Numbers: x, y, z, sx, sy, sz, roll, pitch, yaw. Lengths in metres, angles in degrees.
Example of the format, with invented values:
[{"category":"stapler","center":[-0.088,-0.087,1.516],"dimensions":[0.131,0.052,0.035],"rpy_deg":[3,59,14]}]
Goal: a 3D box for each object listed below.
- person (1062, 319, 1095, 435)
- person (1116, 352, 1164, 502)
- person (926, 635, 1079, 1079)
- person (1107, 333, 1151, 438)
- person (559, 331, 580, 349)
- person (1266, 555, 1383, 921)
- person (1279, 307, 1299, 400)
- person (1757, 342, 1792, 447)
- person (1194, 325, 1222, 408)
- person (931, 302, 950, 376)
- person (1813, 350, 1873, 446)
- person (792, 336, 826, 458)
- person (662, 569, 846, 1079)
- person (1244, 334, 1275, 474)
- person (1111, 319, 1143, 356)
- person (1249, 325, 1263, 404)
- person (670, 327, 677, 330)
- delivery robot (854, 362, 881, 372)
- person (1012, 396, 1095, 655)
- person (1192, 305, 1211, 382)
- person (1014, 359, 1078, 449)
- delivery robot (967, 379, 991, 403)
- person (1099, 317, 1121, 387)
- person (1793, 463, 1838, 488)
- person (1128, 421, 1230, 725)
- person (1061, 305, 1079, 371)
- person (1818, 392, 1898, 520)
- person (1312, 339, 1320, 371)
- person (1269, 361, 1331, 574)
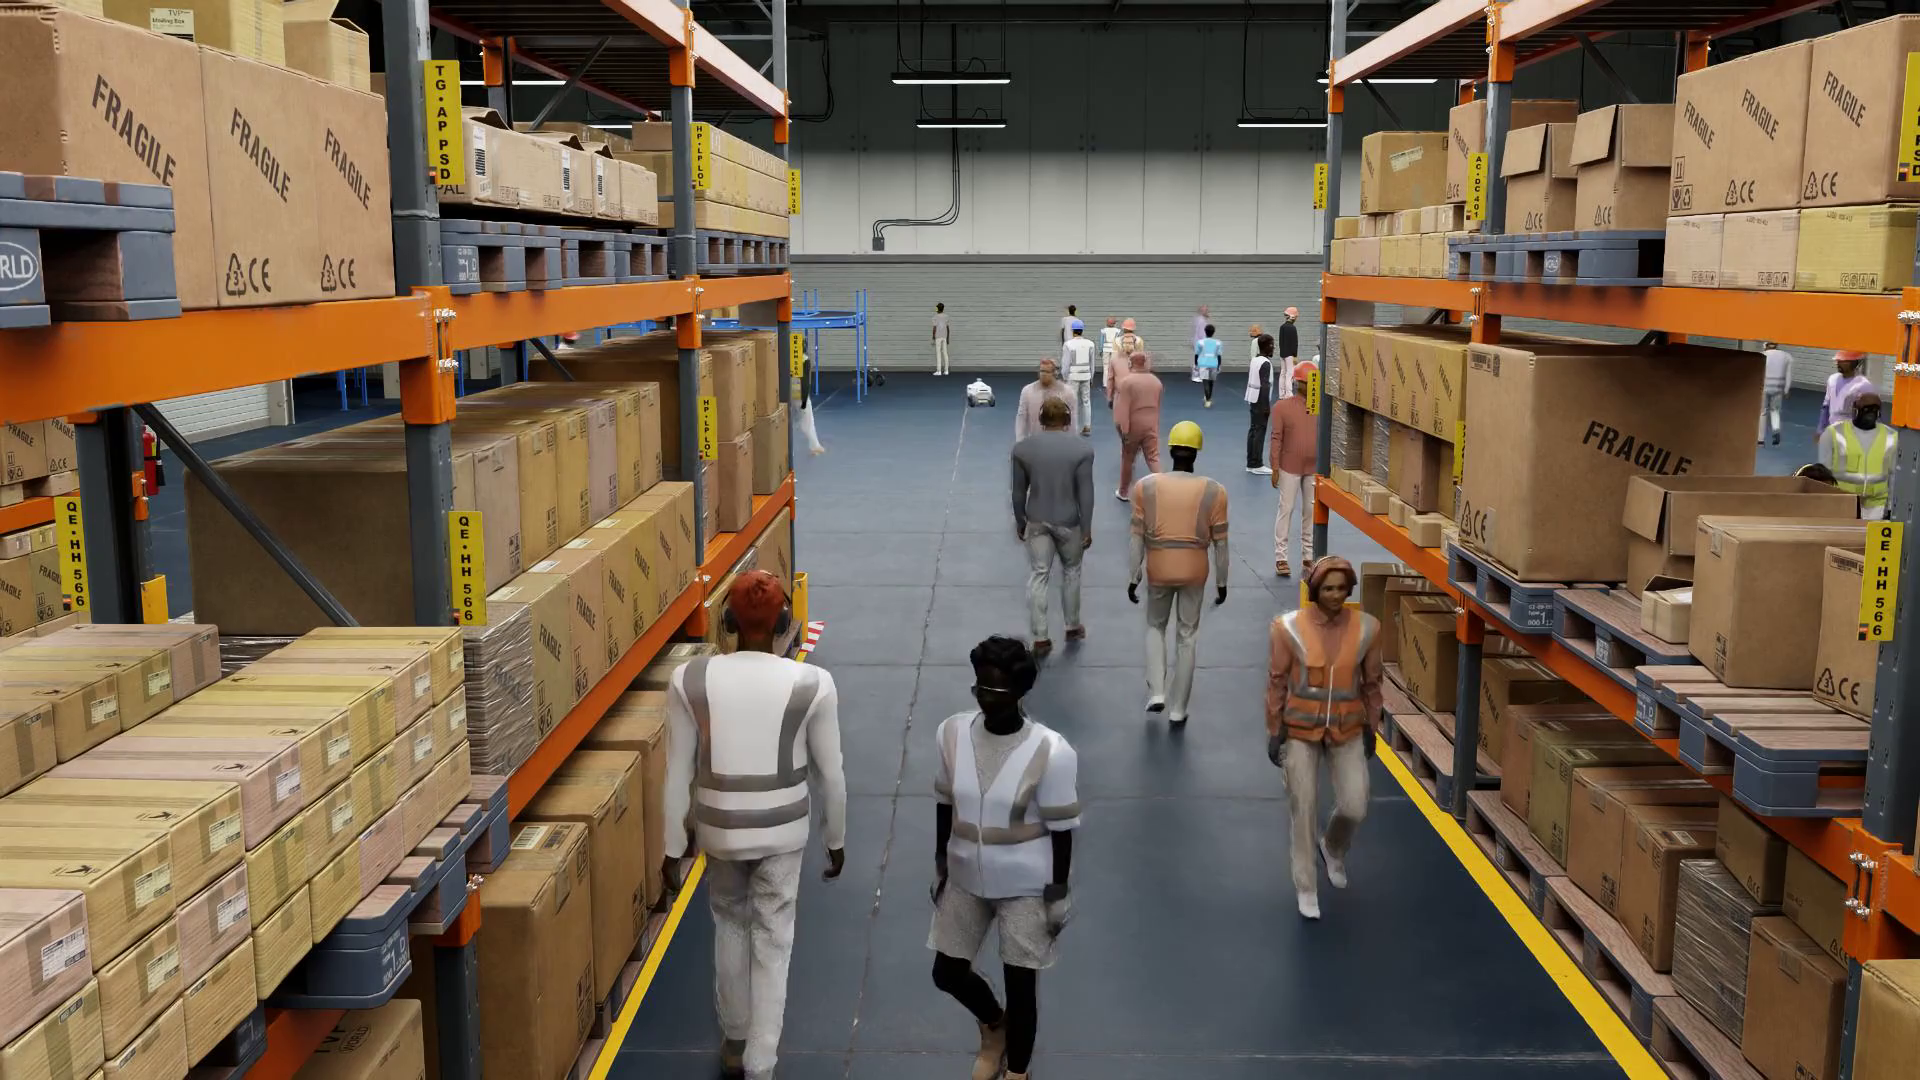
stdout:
[{"category":"person","center":[1.977,-2.726,27.952],"dimensions":[0.614,1.945,0.406],"rpy_deg":[-5,11,-27]},{"category":"person","center":[2.179,-1.335,19.999],"dimensions":[0.653,1.839,1.016],"rpy_deg":[-4,10,-25]},{"category":"person","center":[0.136,1.140,5.550],"dimensions":[0.550,1.685,0.369],"rpy_deg":[5,11,28]},{"category":"person","center":[2.488,-2.106,24.437],"dimensions":[0.649,1.889,0.693],"rpy_deg":[3,10,17]},{"category":"person","center":[-6.424,-2.578,27.277],"dimensions":[0.452,1.879,0.650],"rpy_deg":[-3,10,-15]},{"category":"person","center":[1.613,0.865,7.409],"dimensions":[0.528,1.630,0.392],"rpy_deg":[0,9,0]},{"category":"person","center":[6.784,-3.802,34.261],"dimensions":[0.379,1.994,0.611],"rpy_deg":[-3,10,-17]},{"category":"person","center":[12.721,-2.360,26.135],"dimensions":[0.614,1.820,0.466],"rpy_deg":[1,10,8]},{"category":"person","center":[4.971,-3.495,33.467],"dimensions":[0.537,1.636,0.906],"rpy_deg":[-1,10,-8]},{"category":"person","center":[-0.508,-5.188,42.934],"dimensions":[0.512,1.872,0.330],"rpy_deg":[-5,11,-29]},{"category":"person","center":[10.155,-1.246,18.934],"dimensions":[0.978,2.011,0.600],"rpy_deg":[-1,10,-6]},{"category":"person","center":[-2.384,-2.137,24.851],"dimensions":[0.641,1.801,0.868],"rpy_deg":[7,12,36]},{"category":"person","center":[-0.699,1.007,5.834],"dimensions":[0.620,1.859,0.757],"rpy_deg":[0,9,3]},{"category":"person","center":[4.148,-1.885,23.005],"dimensions":[0.393,1.919,0.590],"rpy_deg":[-1,10,-6]},{"category":"person","center":[2.953,-2.983,29.640],"dimensions":[0.570,1.896,0.911],"rpy_deg":[3,10,16]},{"category":"person","center":[6.089,-3.591,34.123],"dimensions":[0.316,1.622,0.514],"rpy_deg":[5,11,26]},{"category":"person","center":[-5.411,-3.246,31.312],"dimensions":[0.587,1.882,0.929],"rpy_deg":[1,10,5]},{"category":"delivery robot","center":[-2.200,-4.103,39.436],"dimensions":[0.698,0.223,0.335],"rpy_deg":[8,12,39]},{"category":"person","center":[0.720,-0.134,12.551],"dimensions":[0.654,1.900,0.875],"rpy_deg":[3,10,17]},{"category":"person","center":[5.871,-4.765,40.424],"dimensions":[0.488,1.863,0.688],"rpy_deg":[1,10,8]},{"category":"person","center":[0.953,-1.083,18.426],"dimensions":[0.632,1.847,1.056],"rpy_deg":[4,10,25]},{"category":"delivery robot","center":[0.391,-3.037,33.825],"dimensions":[0.477,0.478,0.707],"rpy_deg":[-2,10,-14]},{"category":"person","center":[3.505,-4.367,38.741],"dimensions":[0.524,1.643,0.320],"rpy_deg":[1,9,4]},{"category":"person","center":[4.538,0.486,9.016],"dimensions":[0.540,1.851,0.740],"rpy_deg":[1,9,4]},{"category":"person","center":[1.384,0.206,10.489],"dimensions":[0.628,1.910,0.468],"rpy_deg":[2,10,11]},{"category":"person","center":[2.775,-5.029,42.100],"dimensions":[0.533,1.839,0.895],"rpy_deg":[3,10,18]},{"category":"person","center":[7.491,-0.322,13.886],"dimensions":[0.648,1.832,0.435],"rpy_deg":[2,10,13]},{"category":"person","center":[6.039,-2.524,27.671],"dimensions":[0.523,1.636,0.311],"rpy_deg":[-6,11,-32]},{"category":"person","center":[3.188,-0.675,15.530],"dimensions":[0.621,1.992,0.387],"rpy_deg":[-2,10,-12]}]
